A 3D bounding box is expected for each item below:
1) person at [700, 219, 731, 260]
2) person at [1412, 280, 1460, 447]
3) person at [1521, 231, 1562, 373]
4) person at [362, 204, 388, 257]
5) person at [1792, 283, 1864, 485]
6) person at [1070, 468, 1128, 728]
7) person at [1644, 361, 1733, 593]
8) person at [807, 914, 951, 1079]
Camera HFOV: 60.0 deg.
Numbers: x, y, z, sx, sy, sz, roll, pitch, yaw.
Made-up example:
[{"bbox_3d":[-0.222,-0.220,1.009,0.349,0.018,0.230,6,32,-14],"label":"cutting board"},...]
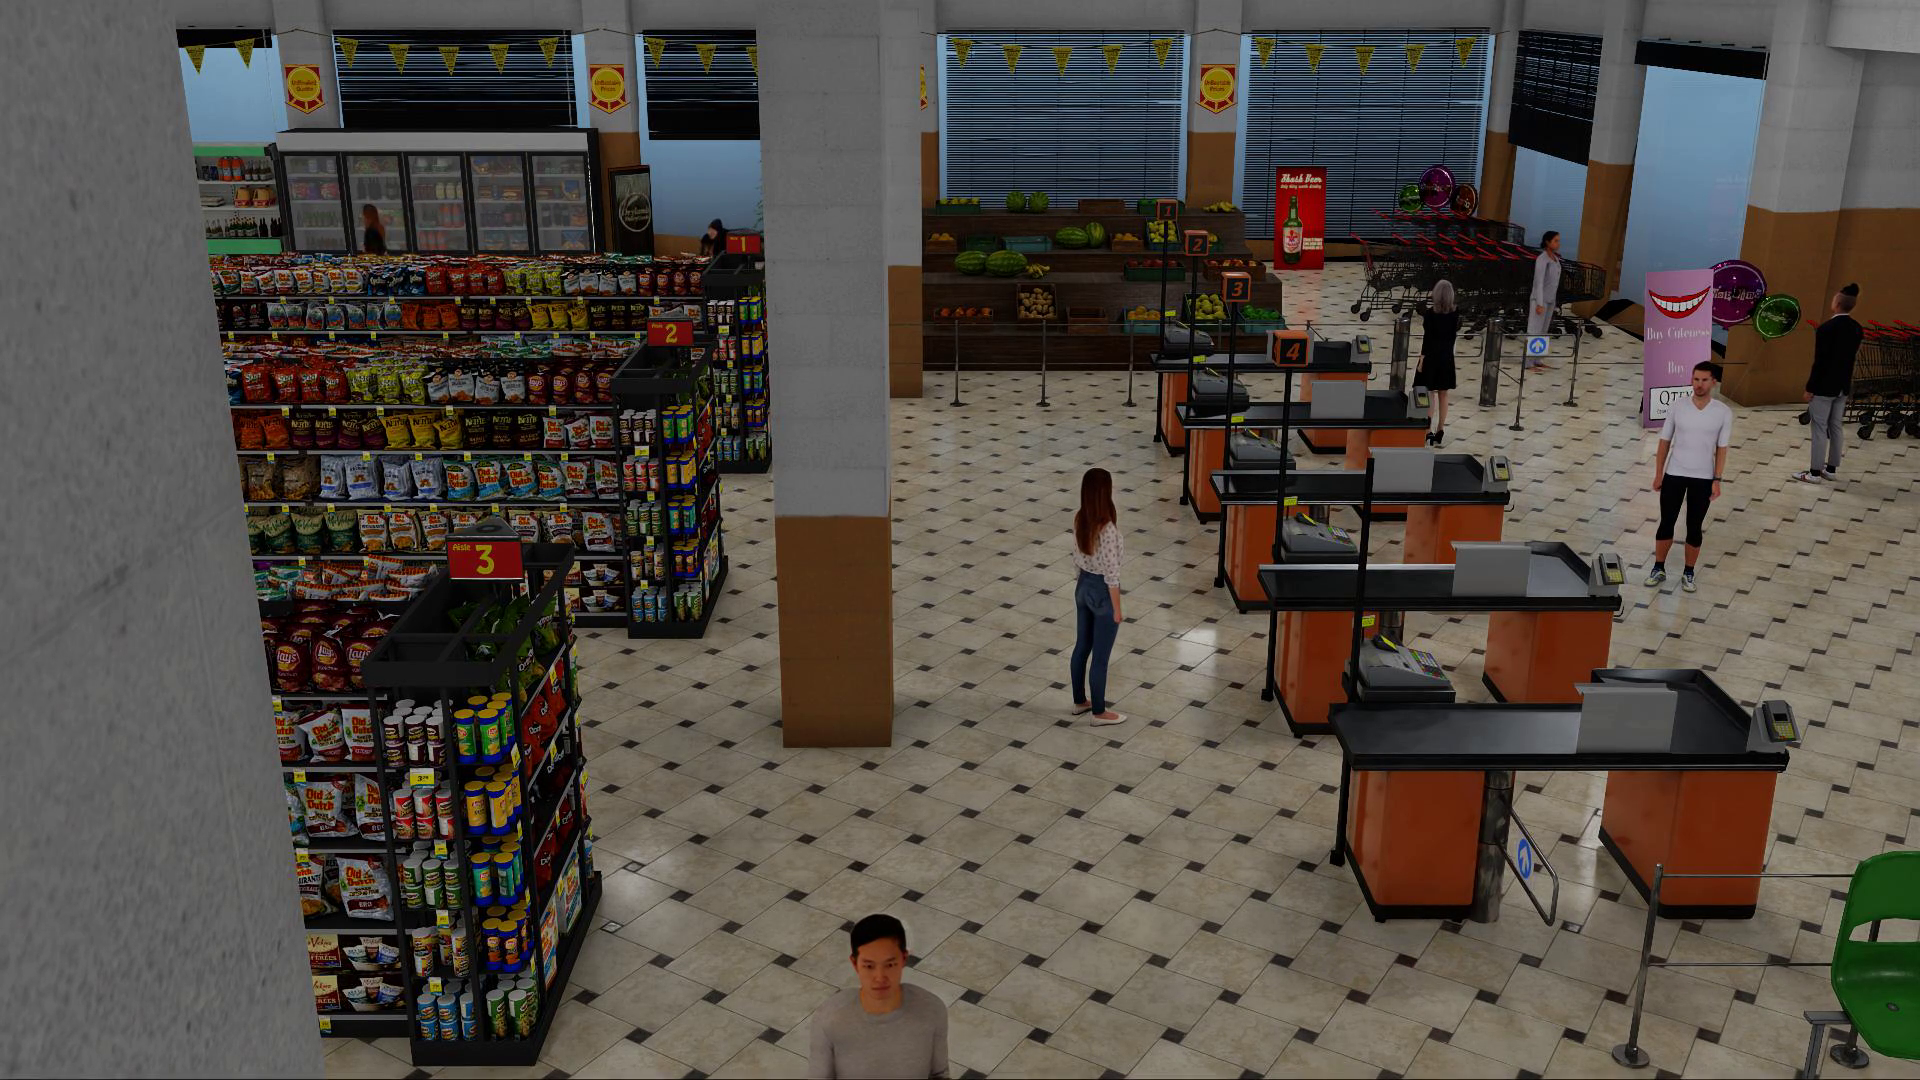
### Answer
[{"bbox_3d":[-3.209,-3.477,22.413,1.138,1.625,1.136,14,23,35],"label":"person"},{"bbox_3d":[5.003,-1.868,17.450,0.623,1.747,0.737,-7,20,-21],"label":"person"},{"bbox_3d":[7.306,-3.009,20.851,0.750,1.736,0.710,15,24,38],"label":"person"},{"bbox_3d":[-8.159,-3.901,23.574,0.851,1.686,0.667,-2,19,-5],"label":"person"},{"bbox_3d":[8.439,-1.521,16.103,0.684,1.950,0.851,-8,20,-22],"label":"person"},{"bbox_3d":[0.889,0.363,10.865,0.662,1.728,0.653,-10,21,-28],"label":"person"},{"bbox_3d":[5.832,-0.524,13.301,0.673,1.852,0.808,9,21,25],"label":"person"},{"bbox_3d":[-0.268,2.074,5.666,0.574,1.806,0.773,-5,19,-14],"label":"person"}]
